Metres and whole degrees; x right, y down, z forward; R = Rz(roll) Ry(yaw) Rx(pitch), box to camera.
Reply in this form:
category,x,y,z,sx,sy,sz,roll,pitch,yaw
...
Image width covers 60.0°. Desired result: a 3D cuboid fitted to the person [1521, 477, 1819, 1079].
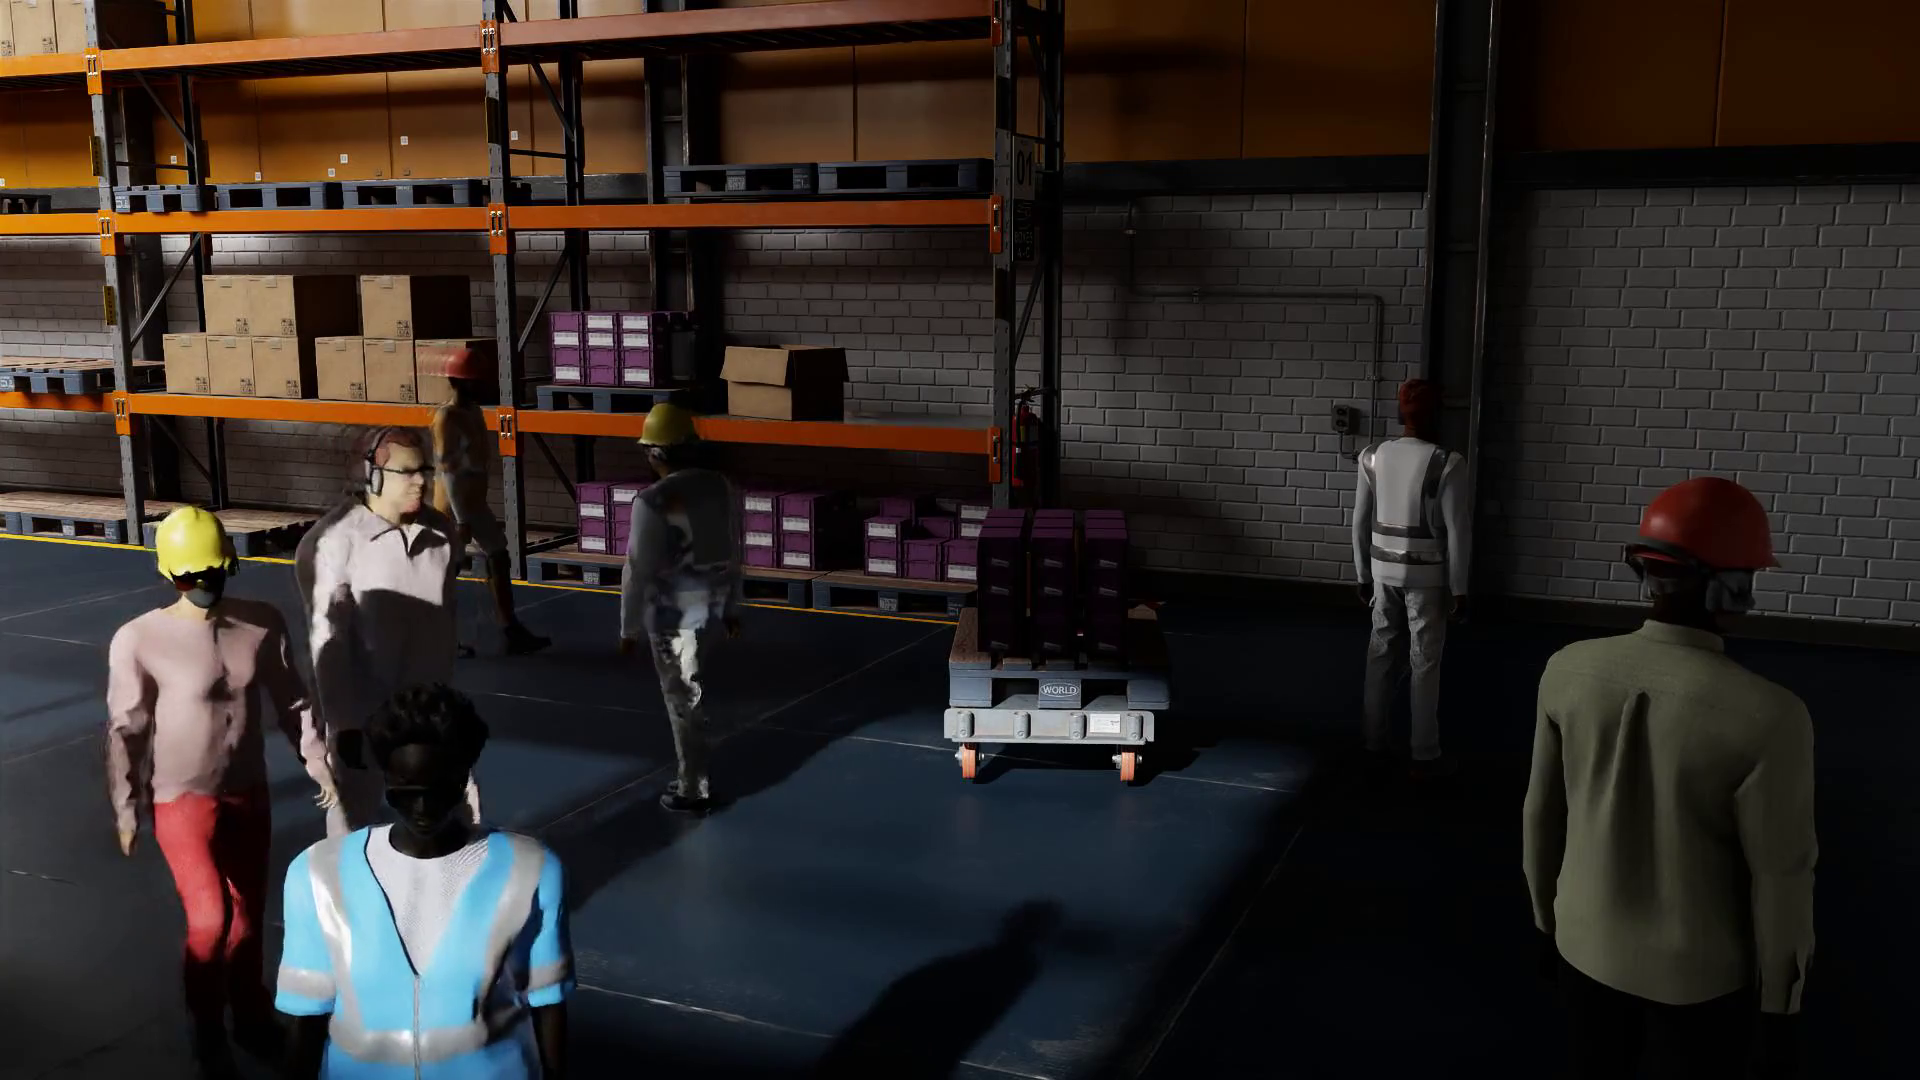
category,x,y,z,sx,sy,sz,roll,pitch,yaw
person,1.472,0.859,3.469,0.400,1.989,0.623,-6,11,-33

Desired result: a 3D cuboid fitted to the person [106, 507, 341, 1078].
category,x,y,z,sx,sy,sz,roll,pitch,yaw
person,-2.172,0.745,4.937,0.403,1.736,0.628,6,11,31

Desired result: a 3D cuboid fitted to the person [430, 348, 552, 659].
category,x,y,z,sx,sy,sz,roll,pitch,yaw
person,-2.893,-0.200,10.078,0.872,1.900,0.568,2,10,11

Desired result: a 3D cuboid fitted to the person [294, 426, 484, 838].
category,x,y,z,sx,sy,sz,roll,pitch,yaw
person,-1.863,0.562,5.637,0.890,1.873,0.668,7,12,35

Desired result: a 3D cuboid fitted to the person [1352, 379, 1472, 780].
category,x,y,z,sx,sy,sz,roll,pitch,yaw
person,2.131,0.182,7.848,0.341,1.882,0.587,-9,13,-44

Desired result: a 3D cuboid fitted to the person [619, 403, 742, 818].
category,x,y,z,sx,sy,sz,roll,pitch,yaw
person,-1.259,0.311,7.269,0.513,1.814,0.625,6,11,31

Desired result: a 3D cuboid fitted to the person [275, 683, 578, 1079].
category,x,y,z,sx,sy,sz,roll,pitch,yaw
person,-0.989,1.069,3.156,0.535,1.673,0.666,-2,10,-10
